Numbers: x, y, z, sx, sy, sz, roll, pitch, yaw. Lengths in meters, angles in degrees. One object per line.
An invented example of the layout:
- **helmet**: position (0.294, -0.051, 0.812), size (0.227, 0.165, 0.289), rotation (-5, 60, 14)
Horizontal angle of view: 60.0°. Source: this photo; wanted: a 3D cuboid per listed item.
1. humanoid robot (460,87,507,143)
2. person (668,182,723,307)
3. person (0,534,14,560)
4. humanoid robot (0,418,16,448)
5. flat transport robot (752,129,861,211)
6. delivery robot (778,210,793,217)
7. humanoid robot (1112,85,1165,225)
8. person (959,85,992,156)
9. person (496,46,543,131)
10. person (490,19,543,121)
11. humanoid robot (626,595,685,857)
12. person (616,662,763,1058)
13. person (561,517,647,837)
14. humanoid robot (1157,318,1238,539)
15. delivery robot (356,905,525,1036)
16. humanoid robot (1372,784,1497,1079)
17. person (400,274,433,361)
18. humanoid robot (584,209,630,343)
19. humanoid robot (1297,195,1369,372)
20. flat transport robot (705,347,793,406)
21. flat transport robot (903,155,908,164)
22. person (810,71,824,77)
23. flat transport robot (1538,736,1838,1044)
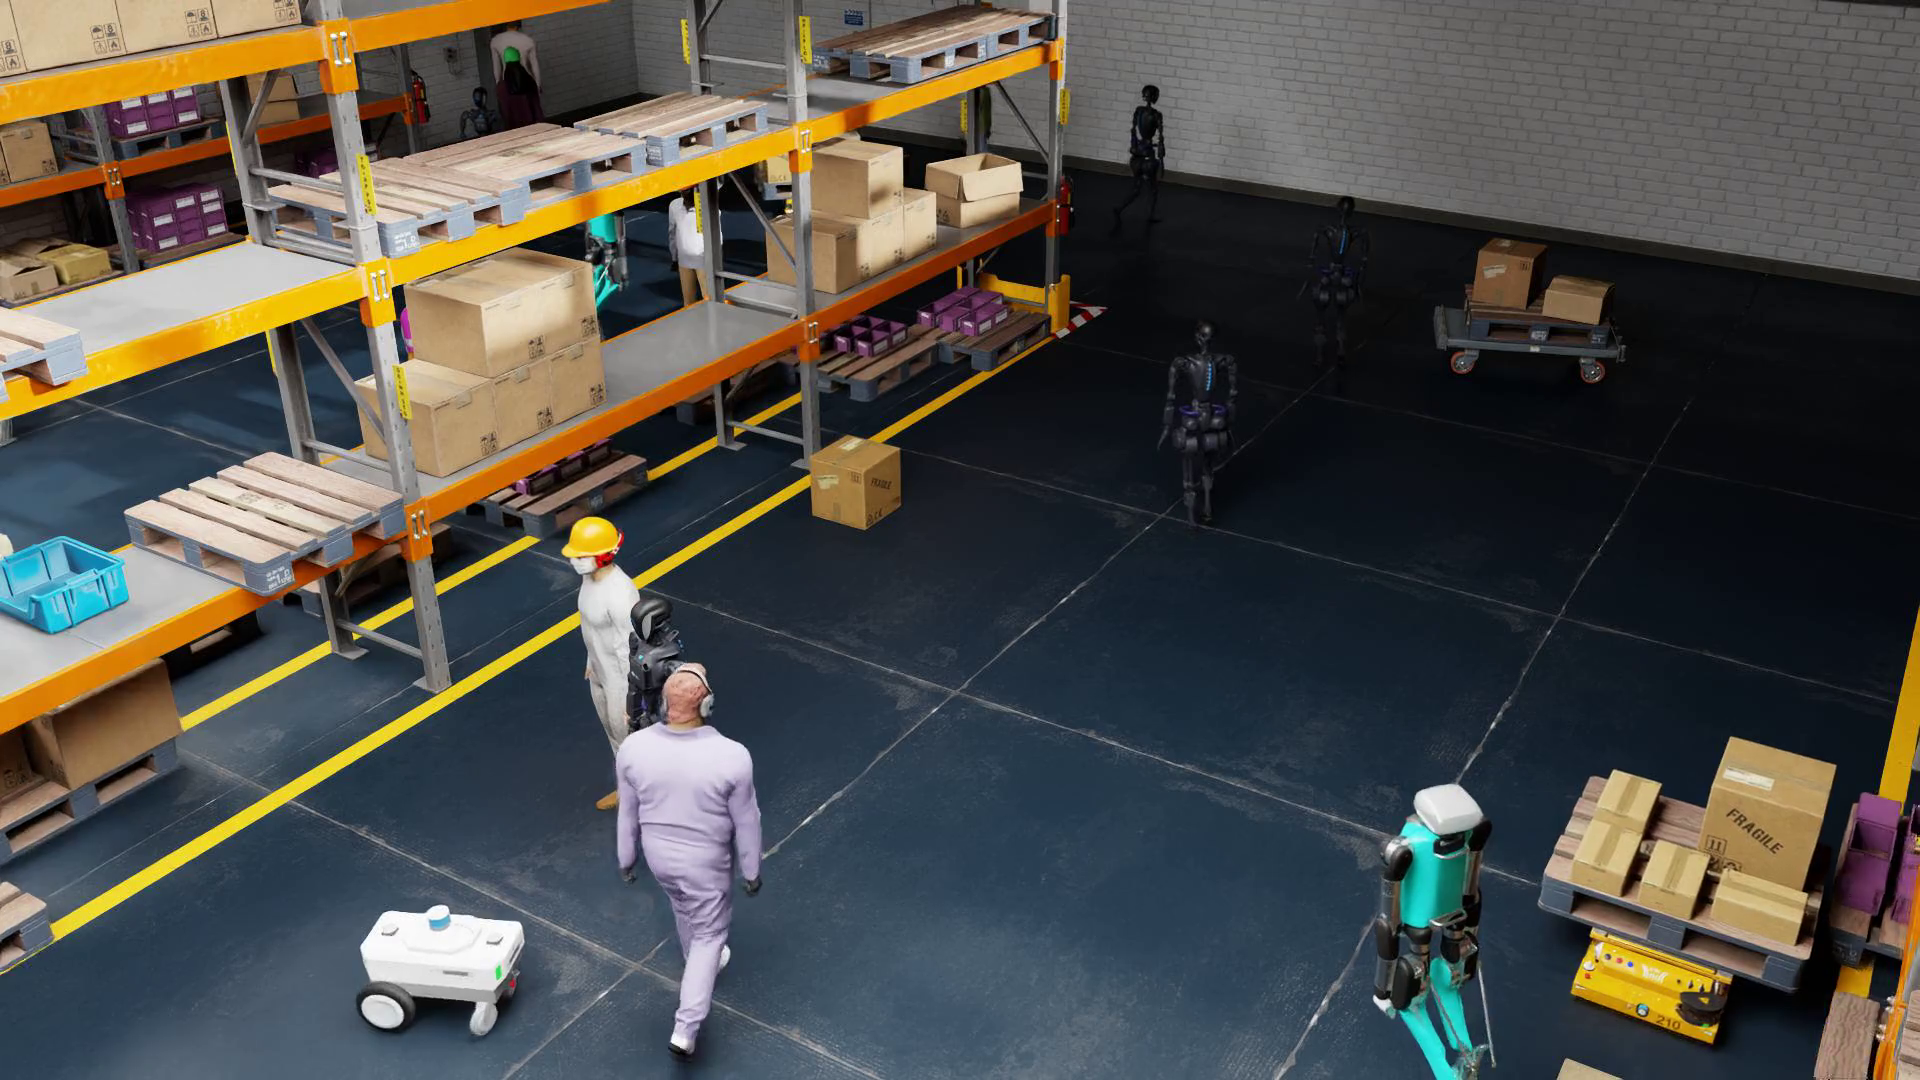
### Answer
- **humanoid robot**: position (-5.570, -4.523, 19.562), size (0.610, 1.633, 0.550), rotation (-1, 27, -3)
- **person**: position (-2.522, -2.670, 15.815), size (0.562, 1.752, 0.332), rotation (12, 29, 22)
- **person**: position (-5.539, 0.545, 9.496), size (0.405, 1.733, 0.606), rotation (18, 32, 31)
- **humanoid robot**: position (-8.135, -1.644, 13.797), size (0.740, 1.749, 0.573), rotation (-17, 32, -30)
- **flat transport robot**: position (-1.909, -4.291, 20.652), size (0.659, 0.231, 1.431), rotation (-6, 28, -12)
- **delivery robot**: position (-1.879, -3.382, 18.562), size (0.518, 0.610, 0.781), rotation (-2, 27, -4)
- **humanoid robot**: position (2.138, -4.513, 19.553), size (0.620, 1.630, 0.616), rotation (-17, 31, -29)
- **person**: position (0.243, -5.125, 20.830), size (0.840, 1.590, 0.510), rotation (9, 28, 17)
- **person**: position (-5.323, -5.010, 20.249), size (0.501, 1.926, 0.596), rotation (-13, 30, -23)
- **person**: position (-5.962, -6.162, 22.498), size (0.634, 1.936, 0.353), rotation (-1, 27, -2)
- **humanoid robot**: position (-1.516, 1.023, 8.611), size (0.315, 1.657, 0.599), rotation (-22, 34, -36)
- **person**: position (-1.243, 1.461, 7.555), size (0.677, 1.868, 0.828), rotation (7, 28, 14)
- **person**: position (-1.880, 0.725, 8.983), size (0.379, 1.888, 0.562), rotation (-16, 31, -28)
- **humanoid robot**: position (1.762, -0.824, 12.276), size (0.590, 1.643, 0.425), rotation (-6, 27, -11)
- **delivery robot**: position (-2.484, 2.020, 7.922), size (0.785, 0.614, 0.525), rotation (3, 27, 6)
- **humanoid robot**: position (2.024, 1.873, 6.859), size (0.530, 1.782, 0.654), rotation (-14, 30, -25)
- **person**: position (-4.156, -1.312, 13.041), size (0.339, 1.845, 0.508), rotation (10, 29, 19)
- **humanoid robot**: position (-3.393, -2.406, 15.412), size (0.544, 1.883, 0.655), rotation (19, 33, 33)
- **humanoid robot**: position (3.415, -2.321, 15.222), size (0.609, 1.646, 0.412), rotation (0, 27, 0)
- **flat transport robot**: position (-2.082, -1.589, 15.330), size (0.659, 0.231, 1.431), rotation (16, 31, 29)
- **flat transport robot**: position (-1.255, -4.943, 21.938), size (0.659, 0.231, 1.431), rotation (10, 28, 18)
- **person**: position (-1.579, -5.186, 20.730), size (0.694, 1.804, 0.748), rotation (-22, 34, -36)
- **flat transport robot**: position (3.605, 1.931, 8.392), size (0.659, 0.231, 1.431), rotation (16, 31, 28)
